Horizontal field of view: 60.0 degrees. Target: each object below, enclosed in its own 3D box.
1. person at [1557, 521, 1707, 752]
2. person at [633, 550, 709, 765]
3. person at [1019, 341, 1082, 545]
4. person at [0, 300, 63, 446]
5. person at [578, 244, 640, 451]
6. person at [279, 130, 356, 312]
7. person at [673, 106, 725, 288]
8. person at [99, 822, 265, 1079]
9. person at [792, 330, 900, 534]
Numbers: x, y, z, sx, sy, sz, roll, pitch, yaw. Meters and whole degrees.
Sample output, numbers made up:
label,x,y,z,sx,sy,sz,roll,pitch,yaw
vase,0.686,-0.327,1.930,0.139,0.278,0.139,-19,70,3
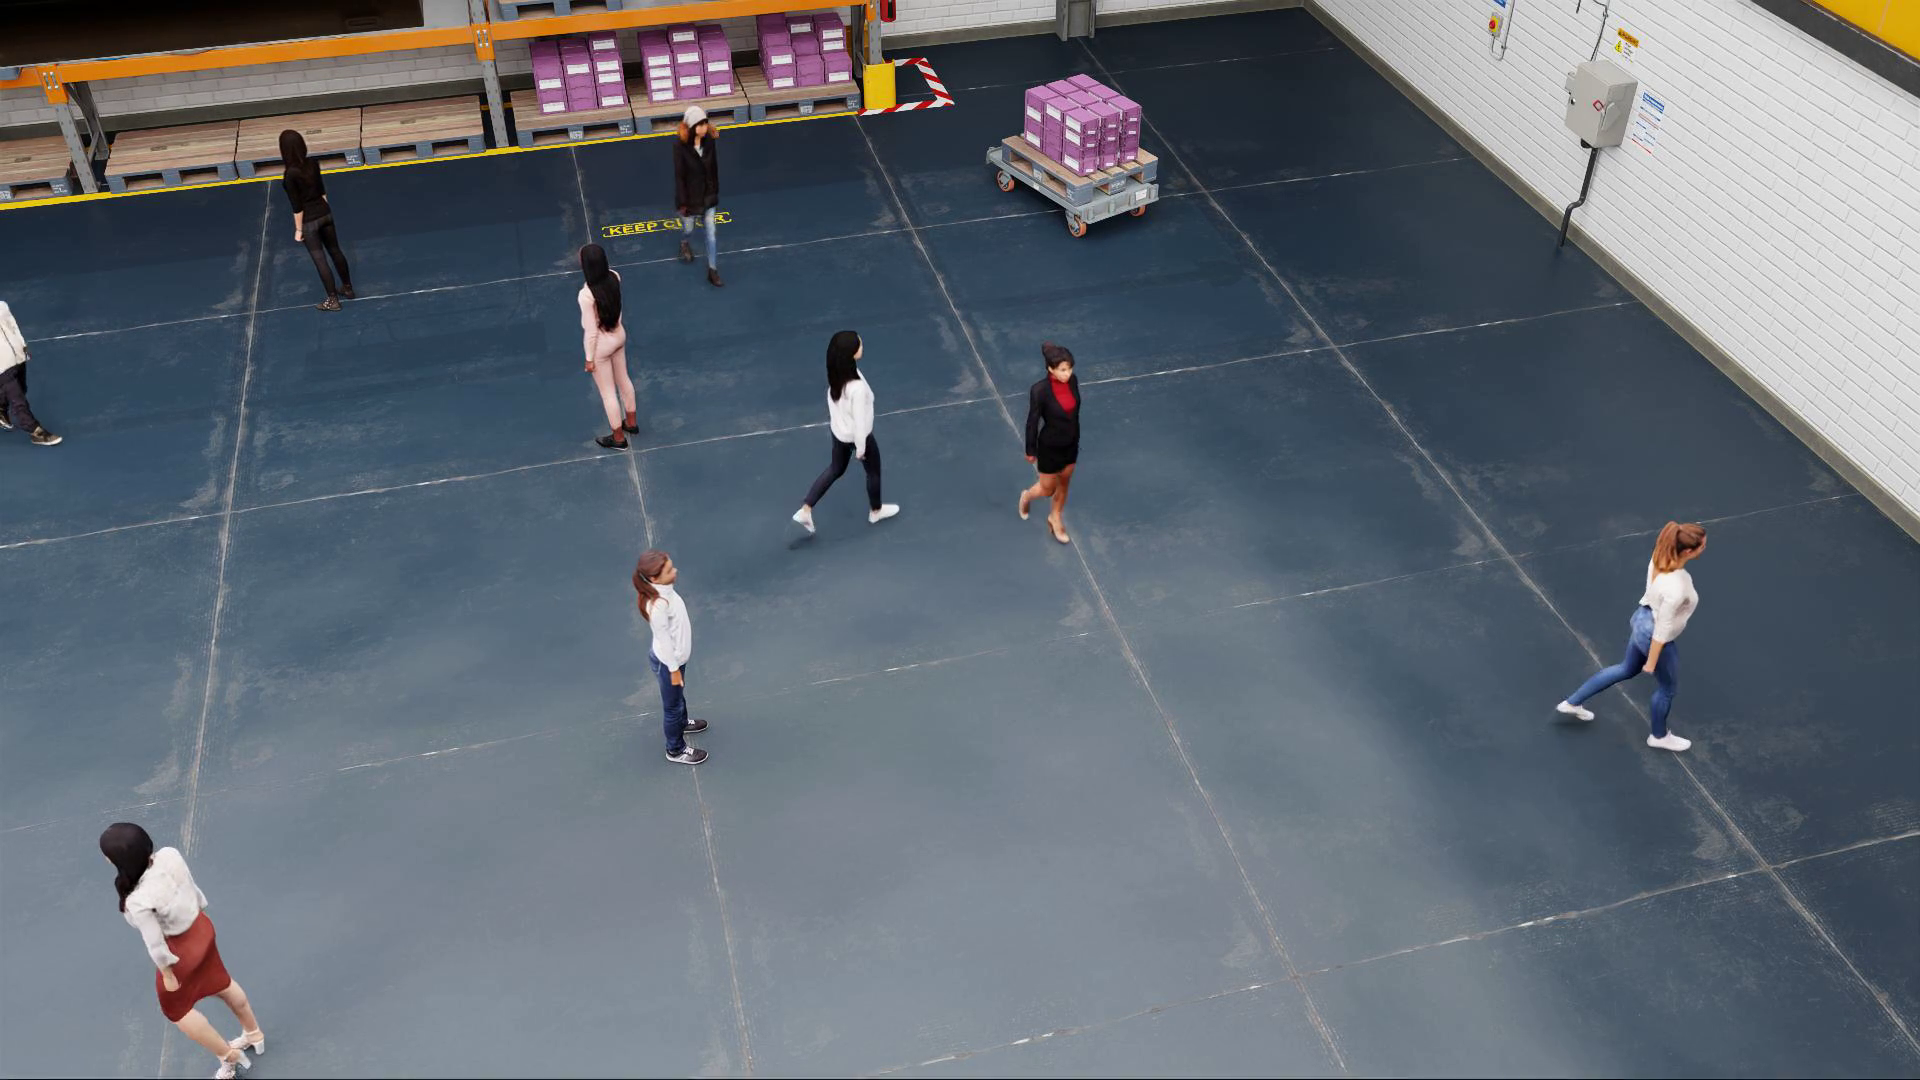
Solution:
label,x,y,z,sx,sy,sz,roll,pitch,yaw
person,4.130,0.584,10.109,1.133,1.689,0.891,5,39,6
person,-1.767,0.686,10.088,0.570,1.555,0.561,-3,39,-4
person,0.628,-0.682,11.741,0.727,1.629,0.762,-26,46,-29
person,-7.402,-1.379,12.765,0.966,1.441,0.818,7,39,9
person,-2.695,-1.479,12.666,0.732,1.720,0.702,15,41,18
person,-5.557,-2.758,14.331,0.686,1.641,0.648,15,41,18
person,-2.380,-3.084,14.765,1.029,1.610,0.881,-20,43,-23
person,-3.809,2.048,8.239,0.673,1.734,0.678,1,39,2
person,-0.851,-0.736,11.774,1.131,1.673,0.862,-25,45,-27
